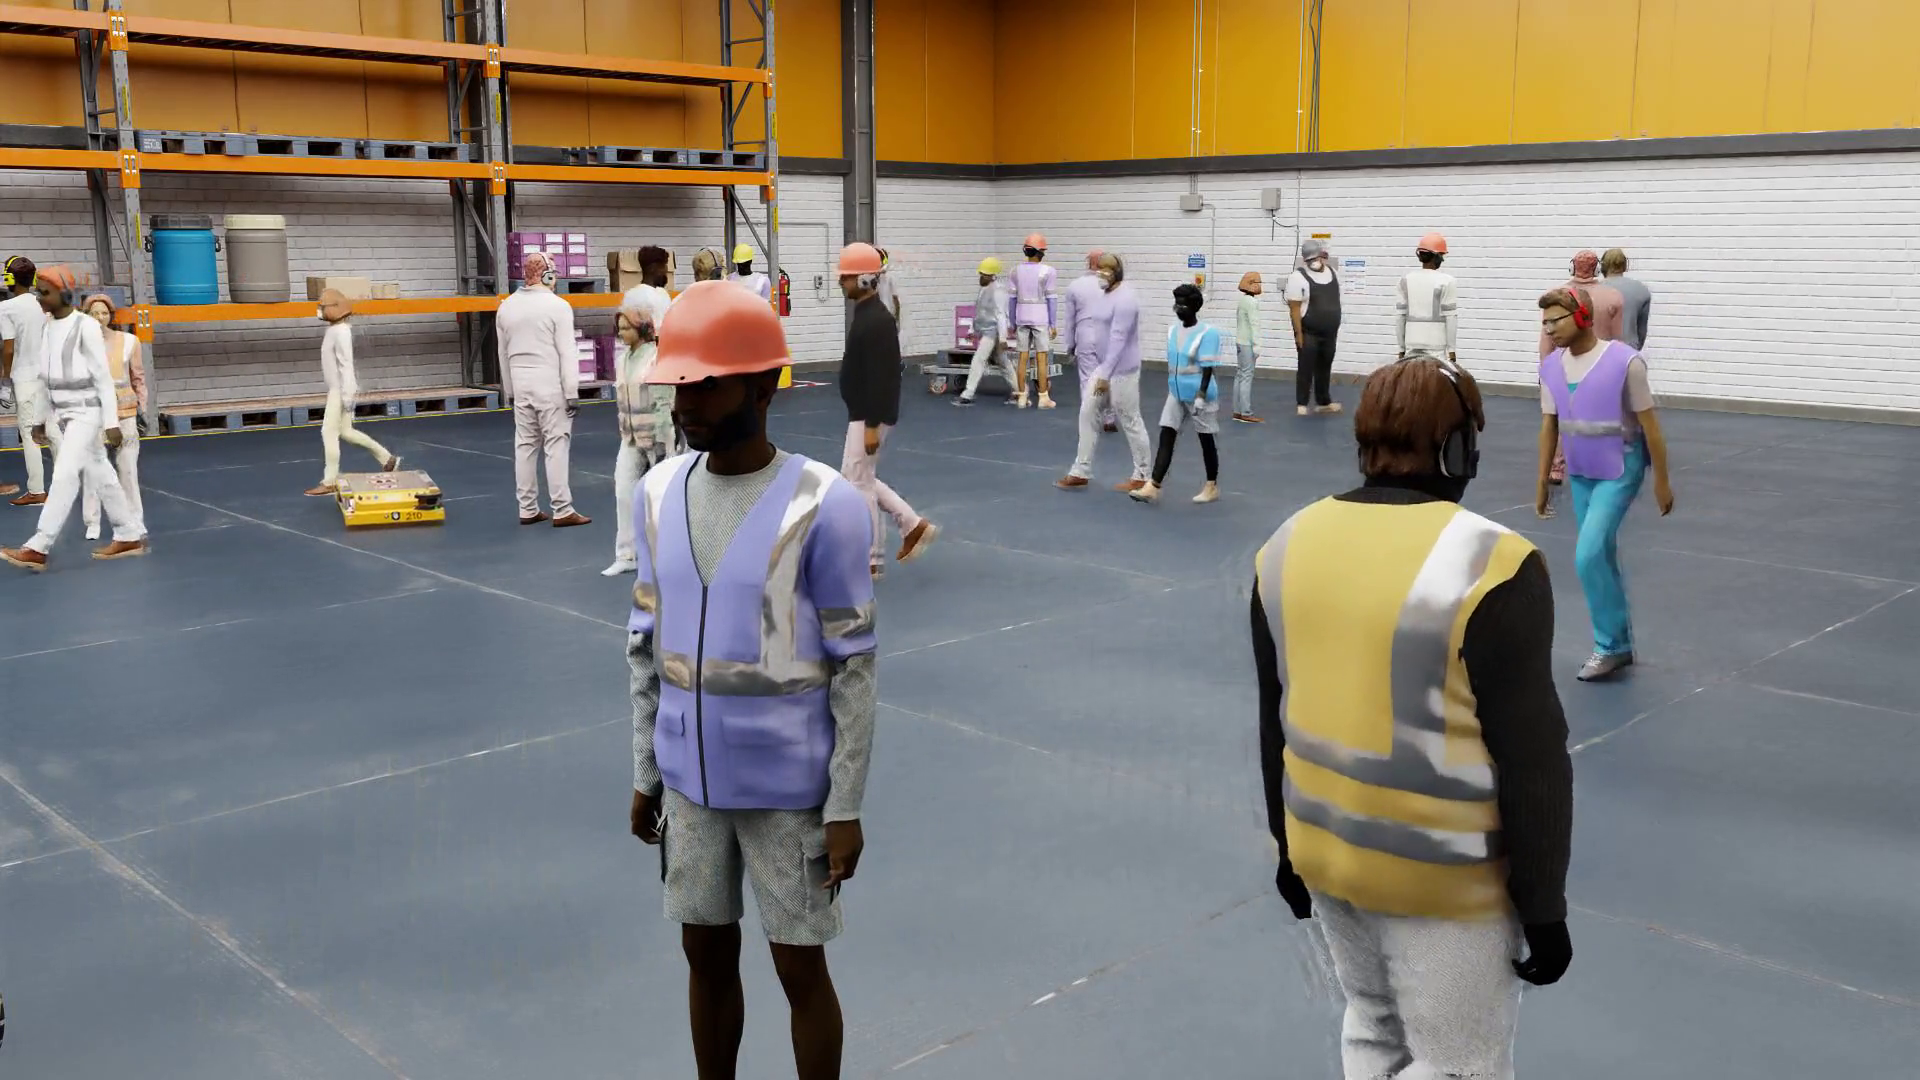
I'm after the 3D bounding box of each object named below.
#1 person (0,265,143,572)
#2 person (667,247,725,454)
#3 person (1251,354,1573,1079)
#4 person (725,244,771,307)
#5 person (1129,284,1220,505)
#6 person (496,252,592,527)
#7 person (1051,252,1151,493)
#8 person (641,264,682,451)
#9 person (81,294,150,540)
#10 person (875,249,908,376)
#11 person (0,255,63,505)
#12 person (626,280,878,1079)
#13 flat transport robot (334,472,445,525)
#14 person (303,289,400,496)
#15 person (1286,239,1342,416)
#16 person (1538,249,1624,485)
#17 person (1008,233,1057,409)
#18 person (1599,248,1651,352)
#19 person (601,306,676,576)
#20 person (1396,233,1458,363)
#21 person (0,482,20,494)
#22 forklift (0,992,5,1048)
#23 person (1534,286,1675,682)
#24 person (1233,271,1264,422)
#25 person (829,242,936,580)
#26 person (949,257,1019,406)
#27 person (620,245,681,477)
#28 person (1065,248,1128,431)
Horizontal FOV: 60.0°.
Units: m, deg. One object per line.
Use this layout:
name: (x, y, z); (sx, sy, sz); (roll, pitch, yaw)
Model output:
person: (-5.482, -0.735, 10.104); (0.615, 1.830, 0.975); (8, 13, 38)
person: (-1.704, -1.011, 11.335); (0.627, 1.940, 0.371); (7, 13, 34)
person: (0.744, 0.585, 2.965); (0.629, 1.818, 0.634); (-6, 12, -30)
person: (-2.472, -2.446, 19.218); (0.585, 1.917, 0.382); (2, 11, 12)
person: (1.647, -1.062, 12.350); (0.837, 1.652, 0.554); (-8, 13, -37)
person: (-2.896, -1.042, 11.594); (0.642, 1.909, 0.399); (5, 12, 27)
person: (1.123, -1.284, 12.961); (0.904, 1.885, 0.643); (-3, 11, -17)
person: (-2.842, -1.687, 15.335); (0.535, 1.822, 0.642); (-7, 13, -35)
person: (-5.715, -0.825, 11.143); (0.525, 1.636, 0.307); (-8, 13, -36)
person: (-0.937, -2.926, 22.046); (0.566, 1.840, 0.531); (-10, 14, -42)
person: (-6.992, -1.191, 12.505); (0.328, 1.872, 0.513); (4, 11, 19)
person: (-0.439, 0.464, 3.295); (0.553, 1.935, 0.361); (5, 12, 27)
flat transport robot: (-4.189, -0.326, 12.151); (0.652, 0.197, 1.431); (-4, 11, -23)
person: (-4.805, -1.163, 13.029); (0.705, 1.609, 0.506); (-5, 12, -26)
person: (4.086, -2.416, 18.718); (0.859, 2.000, 0.537); (-6, 12, -30)
person: (5.016, -1.387, 13.469); (0.636, 1.911, 0.406); (3, 11, 14)
person: (0.864, -2.551, 19.445); (0.608, 2.045, 0.391); (6, 12, 29)
person: (5.810, -1.643, 14.893); (0.652, 1.900, 0.908); (1, 10, 3)
person: (-1.831, -0.611, 10.044); (0.515, 1.612, 0.739); (8, 13, 38)
person: (4.337, -1.815, 15.436); (0.607, 2.044, 0.377); (10, 14, 43)
person: (-7.878, -1.218, 12.793); (0.905, 1.839, 0.595); (-7, 13, -35)
forklift: (-3.245, 0.323, 3.363); (2.313, 2.155, 1.214); (2, 11, 13)
person: (2.934, -0.259, 7.643); (0.617, 1.787, 0.605); (-4, 11, -21)
person: (3.145, -2.100, 18.106); (0.280, 1.634, 0.498); (-1, 10, -8)
person: (-0.484, -0.736, 9.704); (0.559, 1.980, 0.625); (-1, 10, -5)
person: (0.375, -2.464, 19.746); (0.967, 1.766, 0.599); (-2, 11, -9)
person: (-2.409, -1.347, 13.179); (0.625, 1.944, 0.494); (10, 14, 43)
person: (1.415, -2.015, 16.930); (0.673, 1.887, 0.657); (2, 11, 12)
